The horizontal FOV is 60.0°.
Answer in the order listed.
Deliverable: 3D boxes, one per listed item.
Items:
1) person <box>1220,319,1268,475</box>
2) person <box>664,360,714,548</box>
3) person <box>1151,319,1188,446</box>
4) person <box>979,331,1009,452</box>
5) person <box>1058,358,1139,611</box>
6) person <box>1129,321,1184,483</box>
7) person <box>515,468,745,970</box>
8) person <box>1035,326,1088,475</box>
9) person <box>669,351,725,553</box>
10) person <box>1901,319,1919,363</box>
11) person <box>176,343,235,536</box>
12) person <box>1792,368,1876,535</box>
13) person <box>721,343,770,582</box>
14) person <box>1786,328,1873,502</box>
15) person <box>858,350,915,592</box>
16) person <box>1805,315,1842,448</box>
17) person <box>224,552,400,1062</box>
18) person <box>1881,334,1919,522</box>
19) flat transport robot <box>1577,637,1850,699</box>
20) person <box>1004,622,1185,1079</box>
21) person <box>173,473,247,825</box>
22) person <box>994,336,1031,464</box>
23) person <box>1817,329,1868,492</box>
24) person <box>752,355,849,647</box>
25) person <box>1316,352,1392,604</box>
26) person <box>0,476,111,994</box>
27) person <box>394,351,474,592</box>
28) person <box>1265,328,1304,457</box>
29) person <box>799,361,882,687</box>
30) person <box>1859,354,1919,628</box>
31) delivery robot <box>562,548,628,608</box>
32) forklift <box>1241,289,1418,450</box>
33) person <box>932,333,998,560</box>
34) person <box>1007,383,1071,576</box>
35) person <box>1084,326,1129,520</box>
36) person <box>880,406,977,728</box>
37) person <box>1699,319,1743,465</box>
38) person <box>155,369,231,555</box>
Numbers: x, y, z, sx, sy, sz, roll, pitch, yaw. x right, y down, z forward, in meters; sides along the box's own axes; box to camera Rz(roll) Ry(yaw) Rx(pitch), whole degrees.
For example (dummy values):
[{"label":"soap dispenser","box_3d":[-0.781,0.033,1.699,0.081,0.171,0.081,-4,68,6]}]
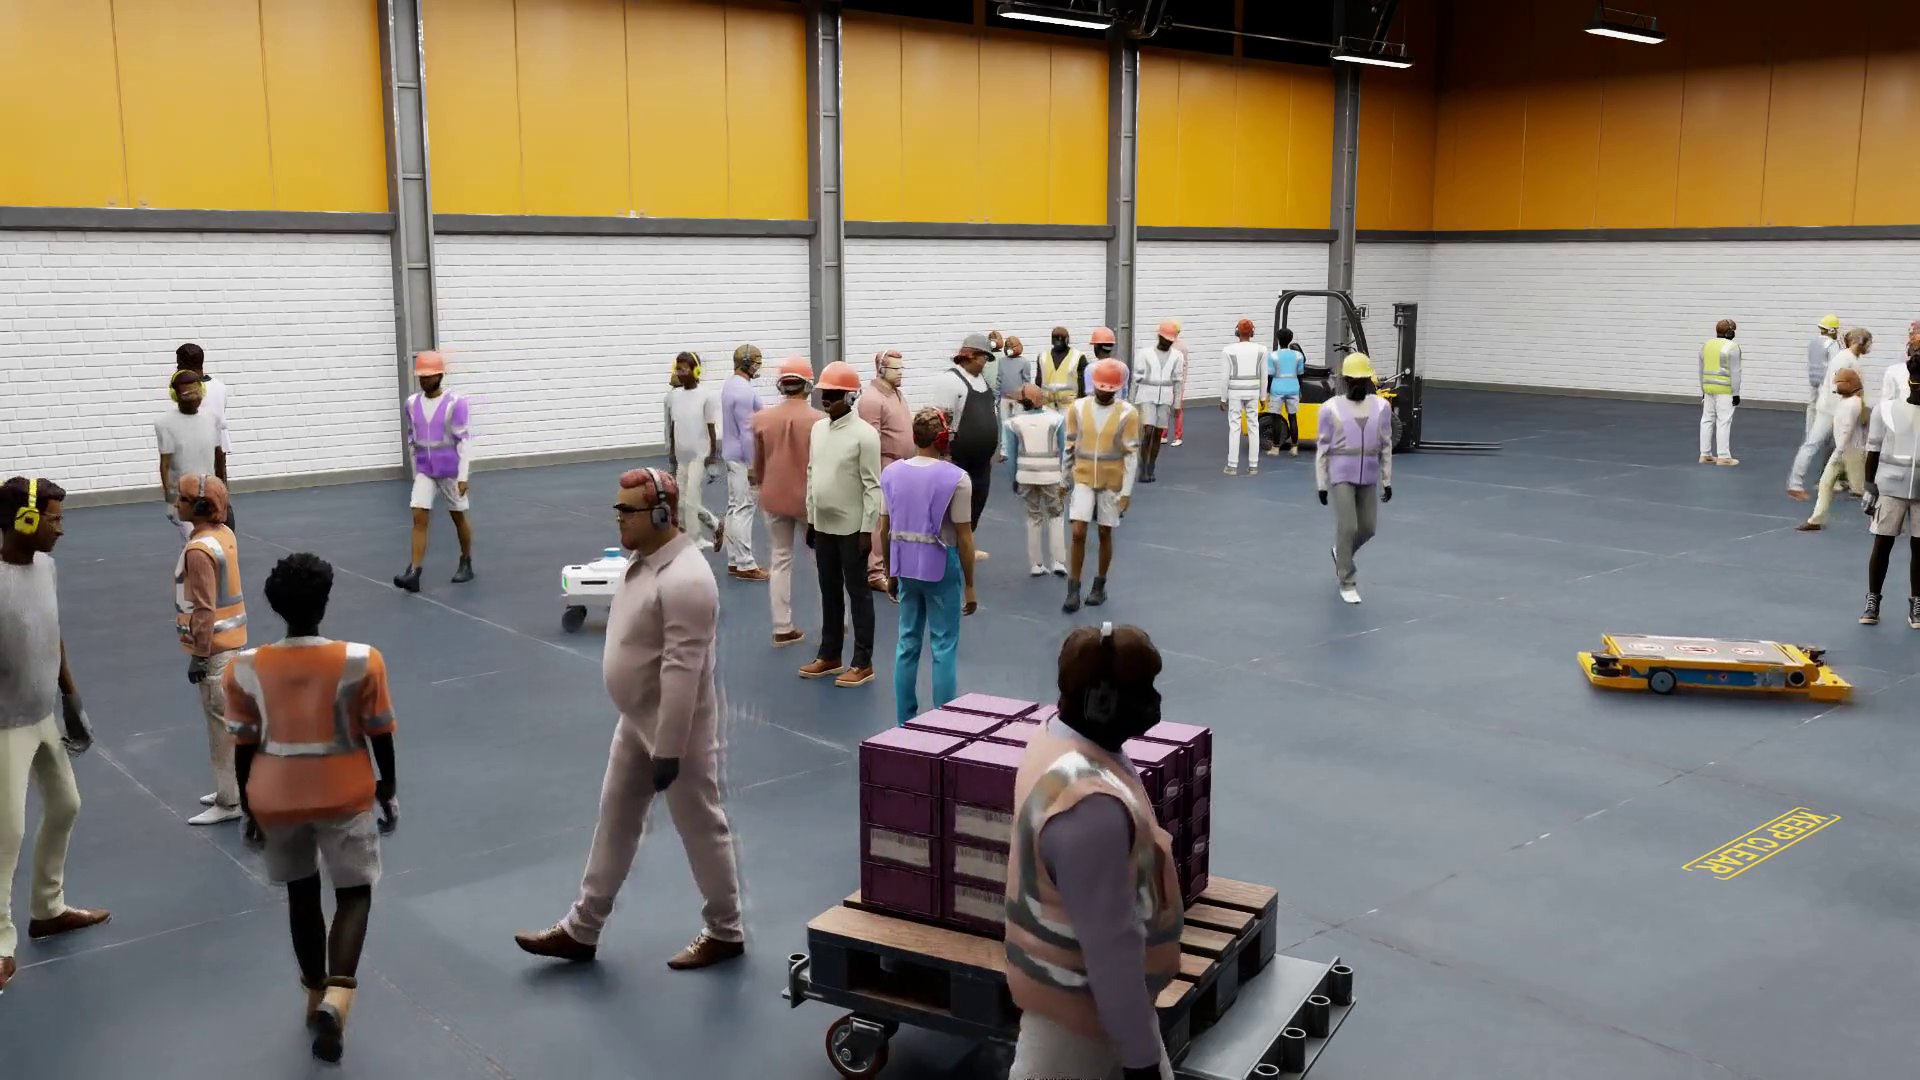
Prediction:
[{"label":"person","box_3d":[3.425,-1.724,20.098,0.579,1.883,0.352,-1,10,-6]},{"label":"person","box_3d":[-2.463,-0.793,15.050,0.492,1.744,0.293,8,13,39]},{"label":"person","box_3d":[2.926,-2.189,23.149,0.523,1.772,0.309,9,13,42]},{"label":"person","box_3d":[0.460,-1.999,22.423,0.501,1.636,0.278,7,12,34]},{"label":"person","box_3d":[1.018,-0.411,12.374,0.614,1.892,0.674,3,10,15]},{"label":"person","box_3d":[2.286,-1.594,19.313,0.634,1.887,0.650,-1,10,-7]},{"label":"person","box_3d":[-1.205,0.680,6.057,0.863,1.872,0.675,-5,11,-28]},{"label":"person","box_3d":[1.187,-1.603,19.567,0.628,1.827,0.528,4,10,21]},{"label":"person","box_3d":[-2.251,-0.696,14.213,0.524,1.841,0.750,6,12,33]},{"label":"person","box_3d":[12.331,-1.892,21.260,0.697,1.840,0.897,-6,11,-32]},{"label":"person","box_3d":[-6.363,-0.699,14.023,0.397,1.911,0.587,1,10,8]},{"label":"person","box_3d":[8.462,-0.835,15.746,0.853,1.589,0.512,2,10,14]},{"label":"person","box_3d":[-1.754,-0.631,13.552,0.370,1.934,0.627,-3,10,-19]},{"label":"person","box_3d":[9.419,-1.326,17.824,0.876,1.867,0.689,9,13,41]},{"label":"person","box_3d":[-0.557,-0.550,13.155,0.406,1.904,0.654,3,10,17]},{"label":"person","box_3d":[11.907,-2.177,22.891,0.404,1.833,0.590,-2,10,-9]},{"label":"person","box_3d":[-2.132,0.882,5.482,0.537,1.676,0.714,-2,10,-11]},{"label":"person","box_3d":[9.404,-1.094,16.458,0.588,1.867,0.462,7,12,34]},{"label":"flat transport robot","box_3d":[4.604,0.765,10.232,1.431,0.197,0.652,2,10,12]},{"label":"person","box_3d":[0.335,1.076,3.990,0.980,1.789,0.643,1,10,4]},{"label":"person","box_3d":[-3.488,0.499,7.777,0.308,1.645,0.514,-2,10,-14]},{"label":"person","box_3d":[0.667,-1.780,21.158,0.497,1.632,0.289,6,11,32]},{"label":"person","box_3d":[9.930,-1.427,18.529,0.699,1.818,0.536,0,10,1]},{"label":"person","box_3d":[-1.081,-0.259,11.251,0.637,1.974,0.540,1,10,8]},{"label":"person","box_3d":[3.013,-0.501,12.847,0.588,1.912,0.671,-2,10,-11]},{"label":"person","box_3d":[-3.478,0.698,6.087,0.341,1.839,0.786,0,10,1]},{"label":"person","box_3d":[-4.151,-0.540,13.150,0.565,1.884,0.977,1,10,8]},{"label":"person","box_3d":[4.268,-1.941,21.910,0.540,1.695,0.317,-2,10,-12]},{"label":"person","box_3d":[-0.738,-0.101,10.259,0.611,1.997,0.375,9,13,43]},{"label":"person","box_3d":[6.753,-0.350,11.829,0.602,1.958,0.369,5,11,26]},{"label":"delivery robot","box_3d":[-2.465,0.300,11.829,0.707,0.478,0.477,-1,9,-8]},{"label":"forklift","box_3d":[5.034,-2.339,22.783,2.313,2.155,1.214,3,10,16]},{"label":"person","box_3d":[0.017,-0.781,14.113,0.534,2.000,0.886,7,12,37]},{"label":"person","box_3d":[0.653,-0.484,13.621,0.540,1.607,0.396,2,10,14]},{"label":"person","box_3d":[1.430,-1.166,16.672,0.551,1.934,0.373,-7,12,-37]},{"label":"person","box_3d":[-0.173,0.211,8.879,0.574,1.840,0.375,6,12,32]},{"label":"person","box_3d":[9.647,-1.870,21.070,0.429,1.845,0.621,-3,10,-19]},{"label":"person","box_3d":[-5.549,-0.327,12.081,0.608,1.831,0.532,9,13,44]}]
